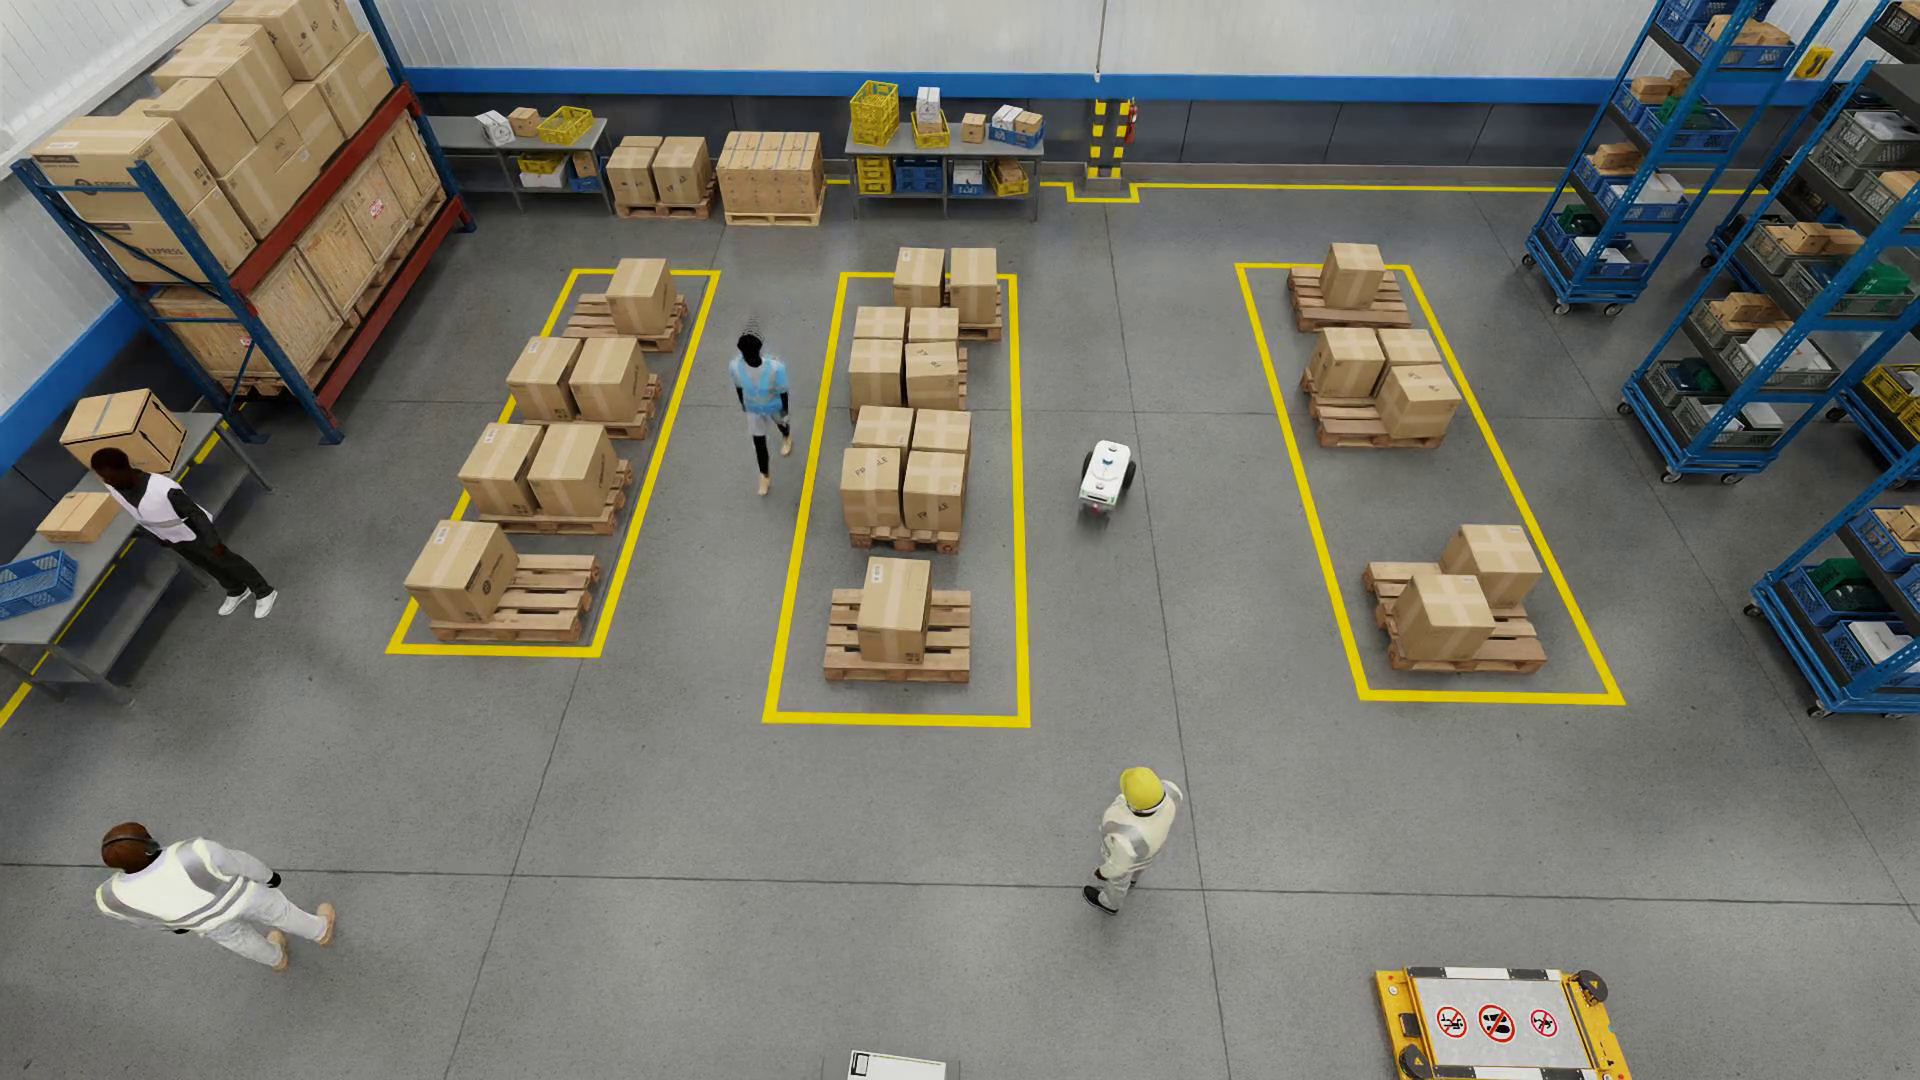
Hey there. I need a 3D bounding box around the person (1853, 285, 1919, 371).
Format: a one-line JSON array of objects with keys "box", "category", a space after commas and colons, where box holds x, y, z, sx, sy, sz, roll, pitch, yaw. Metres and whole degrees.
[{"box": [10.182, -2.523, 9.659, 0.520, 1.649, 0.328, -11, 52, -9], "category": "person"}]

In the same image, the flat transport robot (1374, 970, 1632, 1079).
[{"box": [3.501, 3.133, 5.914, 1.431, 0.197, 0.652, 1, 51, 1], "category": "flat transport robot"}]

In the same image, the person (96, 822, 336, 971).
[{"box": [-4.587, 2.205, 5.665, 0.633, 1.841, 0.429, -27, 56, -20], "category": "person"}]

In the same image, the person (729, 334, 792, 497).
[{"box": [-1.831, -1.239, 8.594, 0.539, 1.646, 0.886, 0, 51, 0], "category": "person"}]

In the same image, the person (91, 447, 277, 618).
[{"box": [-6.297, -0.057, 7.458, 0.593, 1.921, 0.388, 6, 51, 5], "category": "person"}]

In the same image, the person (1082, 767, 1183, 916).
[{"box": [1.082, 1.938, 5.894, 0.403, 1.823, 0.586, 35, 59, 25], "category": "person"}]

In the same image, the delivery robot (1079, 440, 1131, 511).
[{"box": [1.385, -0.622, 8.735, 0.477, 0.478, 0.707, 15, 53, 12], "category": "delivery robot"}]
